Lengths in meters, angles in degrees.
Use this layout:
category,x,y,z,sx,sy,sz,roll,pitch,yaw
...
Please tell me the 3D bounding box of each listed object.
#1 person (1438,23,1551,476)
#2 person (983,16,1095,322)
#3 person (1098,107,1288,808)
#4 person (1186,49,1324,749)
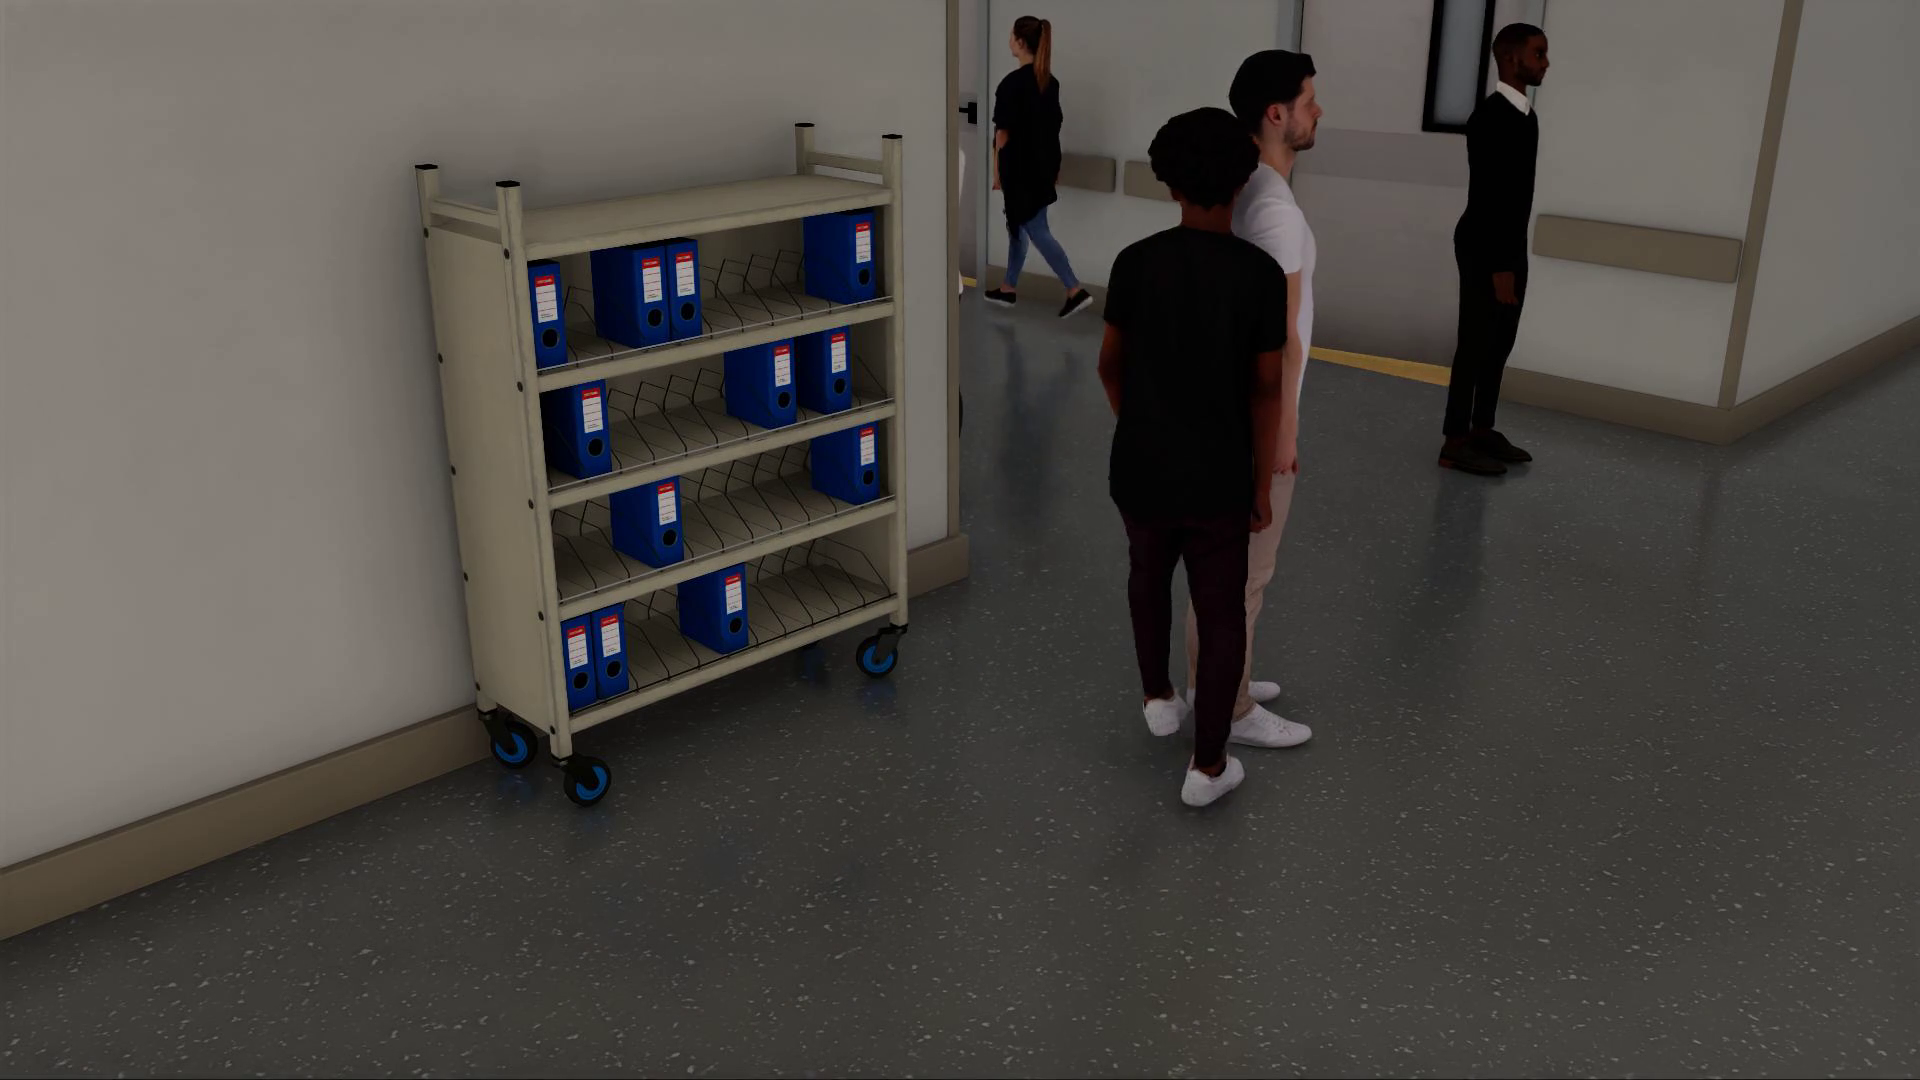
category,x,y,z,sx,sy,sz,roll,pitch,yaw
person,2.135,-1.181,6.817,0.740,1.807,0.565,16,26,36
person,0.462,-2.019,9.271,0.671,1.637,1.042,19,28,41
person,0.542,-0.182,4.268,0.810,1.744,0.901,10,23,24
person,0.790,-0.363,4.545,0.808,1.886,0.761,-1,21,-3
